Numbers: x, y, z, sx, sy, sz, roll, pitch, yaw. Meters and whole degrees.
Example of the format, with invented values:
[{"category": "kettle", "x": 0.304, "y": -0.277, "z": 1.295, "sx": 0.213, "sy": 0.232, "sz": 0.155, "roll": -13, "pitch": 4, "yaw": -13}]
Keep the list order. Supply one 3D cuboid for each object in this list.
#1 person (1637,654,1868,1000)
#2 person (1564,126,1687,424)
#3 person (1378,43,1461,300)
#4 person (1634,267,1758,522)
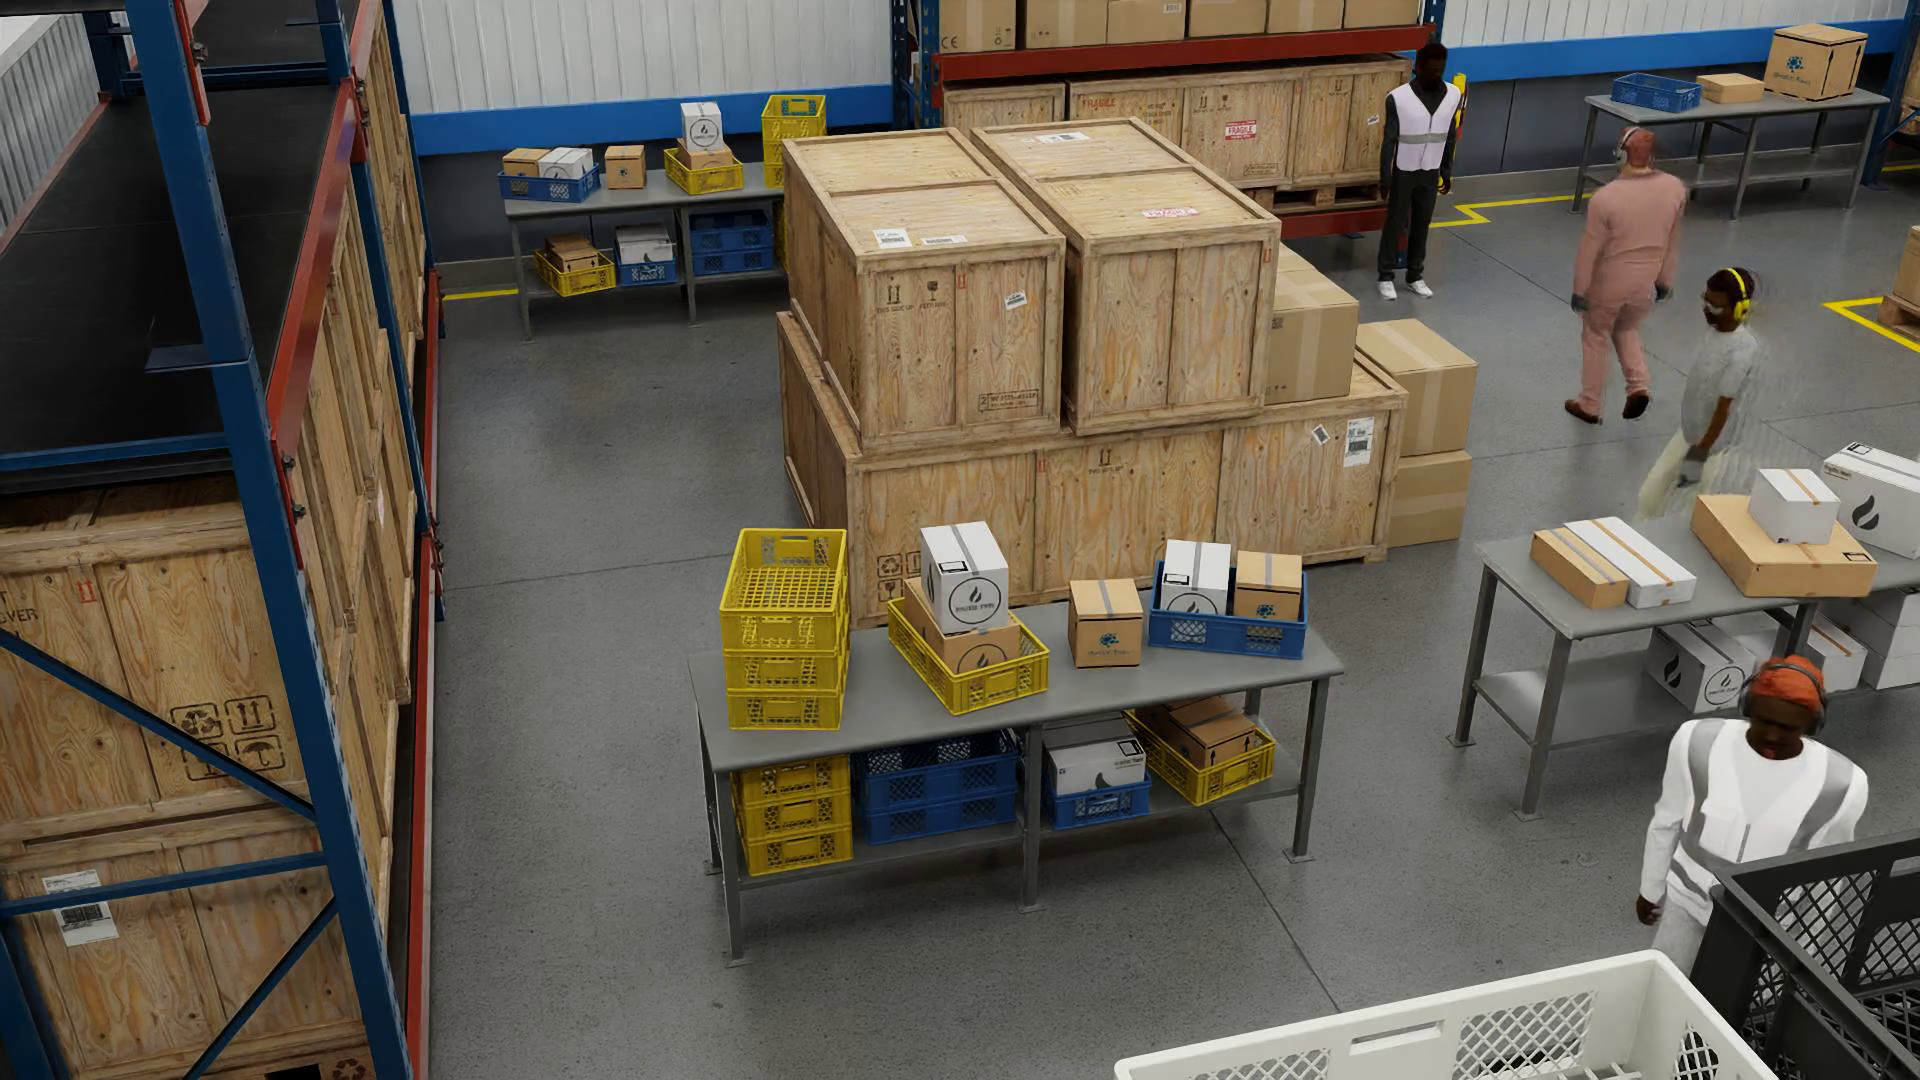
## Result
[{"category": "person", "x": 2.450, "y": 1.171, "z": 5.313, "sx": 0.564, "sy": 1.880, "sz": 0.358, "roll": 18, "pitch": 34, "yaw": 29}, {"category": "person", "x": 4.123, "y": -1.600, "z": 10.326, "sx": 0.670, "sy": 1.886, "sz": 0.504, "roll": -7, "pitch": 30, "yaw": -12}, {"category": "person", "x": 3.383, "y": -2.742, "z": 12.385, "sx": 0.597, "sy": 1.908, "sz": 0.409, "roll": -8, "pitch": 30, "yaw": -14}, {"category": "person", "x": 3.774, "y": -0.507, "z": 8.402, "sx": 0.821, "sy": 1.835, "sz": 0.527, "roll": 1, "pitch": 29, "yaw": 1}]
